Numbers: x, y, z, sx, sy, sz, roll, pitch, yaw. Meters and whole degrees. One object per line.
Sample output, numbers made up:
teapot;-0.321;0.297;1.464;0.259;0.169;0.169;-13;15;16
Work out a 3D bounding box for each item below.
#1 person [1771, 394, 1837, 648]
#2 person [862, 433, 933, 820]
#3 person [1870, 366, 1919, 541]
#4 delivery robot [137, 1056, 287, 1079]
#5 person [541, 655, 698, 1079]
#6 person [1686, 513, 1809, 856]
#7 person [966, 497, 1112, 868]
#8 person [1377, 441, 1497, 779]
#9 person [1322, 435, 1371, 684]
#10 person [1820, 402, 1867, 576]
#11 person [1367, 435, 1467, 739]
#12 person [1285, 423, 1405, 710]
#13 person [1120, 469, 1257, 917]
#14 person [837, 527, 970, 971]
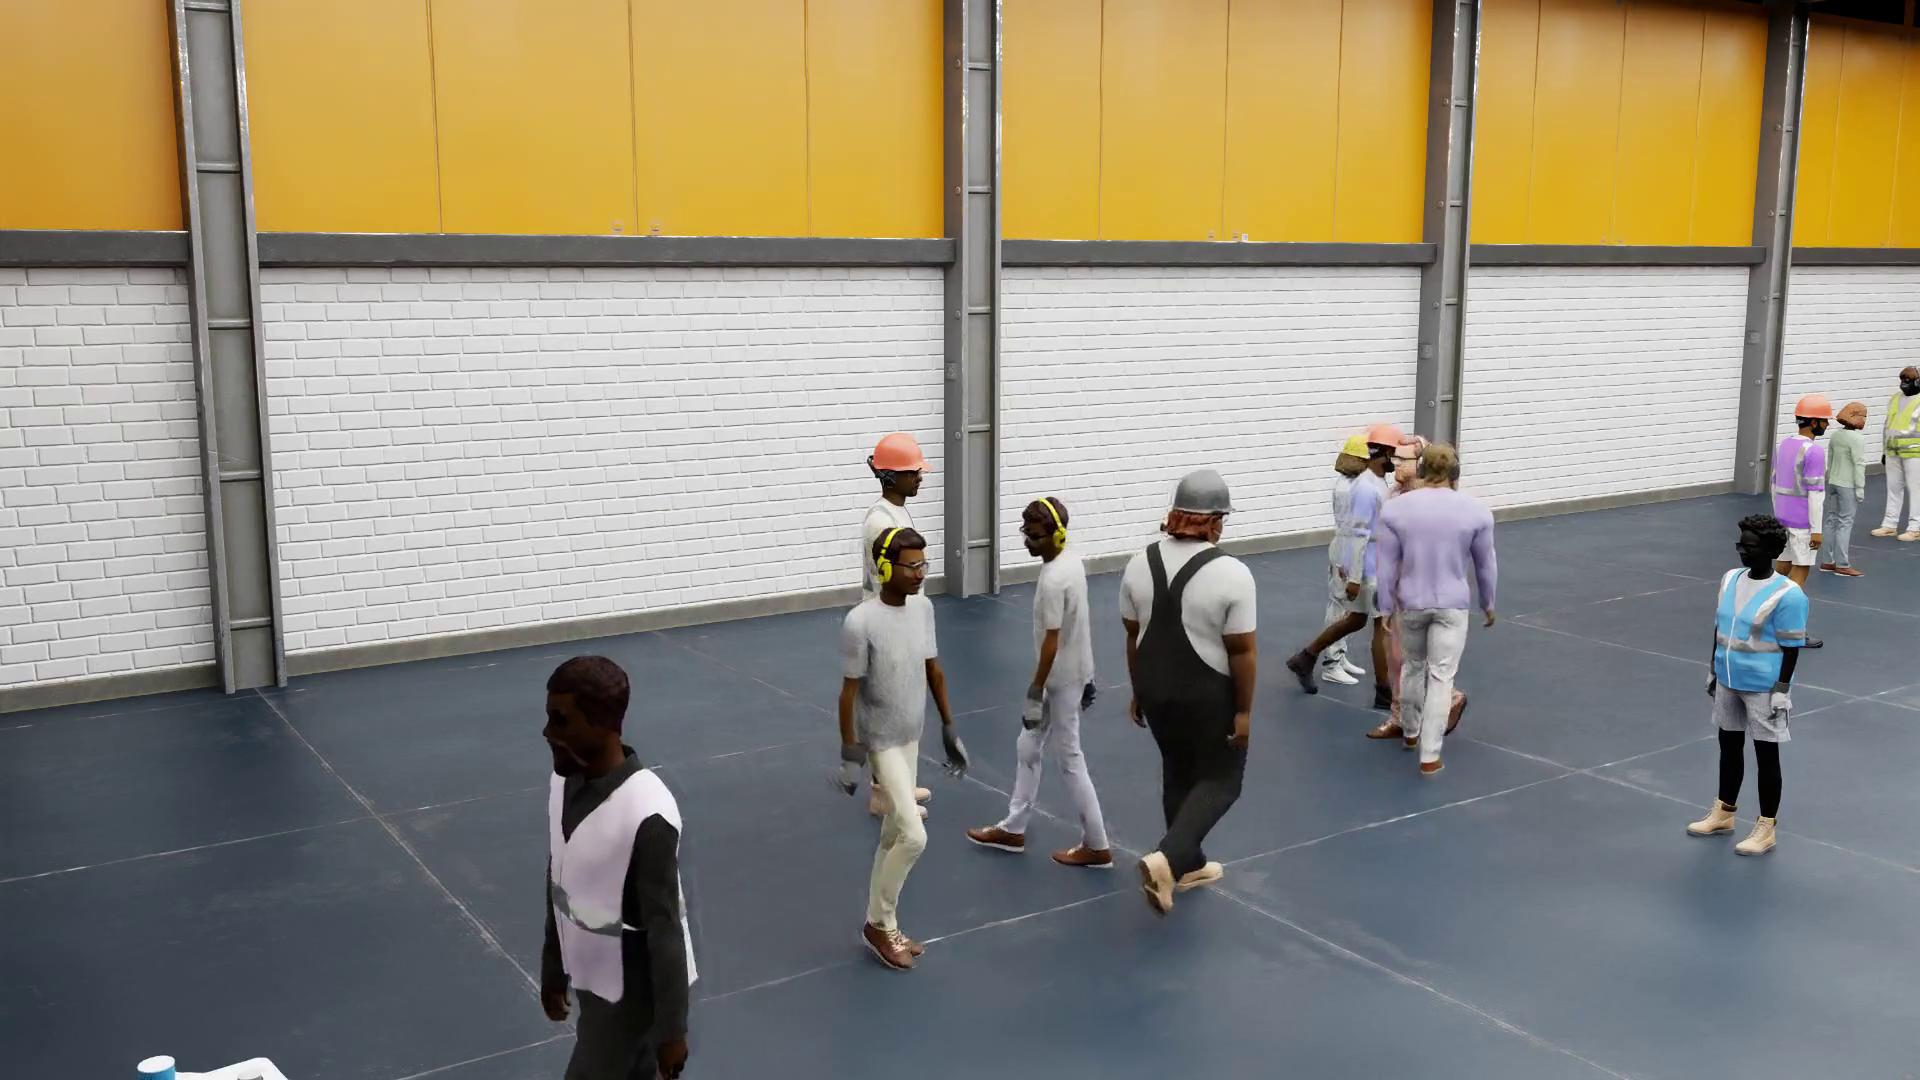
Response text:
person;6.439;-0.149;12.718;0.375;1.935;0.551;-1;9;-4
person;-0.325;0.452;8.777;0.373;2.043;0.615;1;9;5
person;10.021;-0.913;17.607;0.430;1.843;0.625;-3;10;-18
delivery robot;-2.377;1.783;4.951;0.707;0.478;0.477;-8;12;-39
person;-0.924;1.220;4.654;0.945;1.884;0.606;-6;11;-34
person;3.931;0.709;8.273;0.318;1.696;0.532;-3;10;-20
person;0.363;0.688;8.021;0.860;1.822;0.560;2;10;13
person;2.780;0.375;9.668;0.645;1.908;0.851;5;10;26
person;2.740;0.126;11.655;0.323;1.738;0.493;4;10;23
person;8.333;-0.483;15.639;0.278;1.633;0.499;0;9;-2
person;2.766;0.300;10.126;0.509;1.899;0.640;-2;10;-14
person;2.618;0.161;11.015;0.866;1.895;0.547;3;10;19
person;1.011;0.670;7.469;0.686;2.000;0.768;9;13;43
person;-0.228;0.857;6.921;0.505;1.849;0.518;6;11;31
